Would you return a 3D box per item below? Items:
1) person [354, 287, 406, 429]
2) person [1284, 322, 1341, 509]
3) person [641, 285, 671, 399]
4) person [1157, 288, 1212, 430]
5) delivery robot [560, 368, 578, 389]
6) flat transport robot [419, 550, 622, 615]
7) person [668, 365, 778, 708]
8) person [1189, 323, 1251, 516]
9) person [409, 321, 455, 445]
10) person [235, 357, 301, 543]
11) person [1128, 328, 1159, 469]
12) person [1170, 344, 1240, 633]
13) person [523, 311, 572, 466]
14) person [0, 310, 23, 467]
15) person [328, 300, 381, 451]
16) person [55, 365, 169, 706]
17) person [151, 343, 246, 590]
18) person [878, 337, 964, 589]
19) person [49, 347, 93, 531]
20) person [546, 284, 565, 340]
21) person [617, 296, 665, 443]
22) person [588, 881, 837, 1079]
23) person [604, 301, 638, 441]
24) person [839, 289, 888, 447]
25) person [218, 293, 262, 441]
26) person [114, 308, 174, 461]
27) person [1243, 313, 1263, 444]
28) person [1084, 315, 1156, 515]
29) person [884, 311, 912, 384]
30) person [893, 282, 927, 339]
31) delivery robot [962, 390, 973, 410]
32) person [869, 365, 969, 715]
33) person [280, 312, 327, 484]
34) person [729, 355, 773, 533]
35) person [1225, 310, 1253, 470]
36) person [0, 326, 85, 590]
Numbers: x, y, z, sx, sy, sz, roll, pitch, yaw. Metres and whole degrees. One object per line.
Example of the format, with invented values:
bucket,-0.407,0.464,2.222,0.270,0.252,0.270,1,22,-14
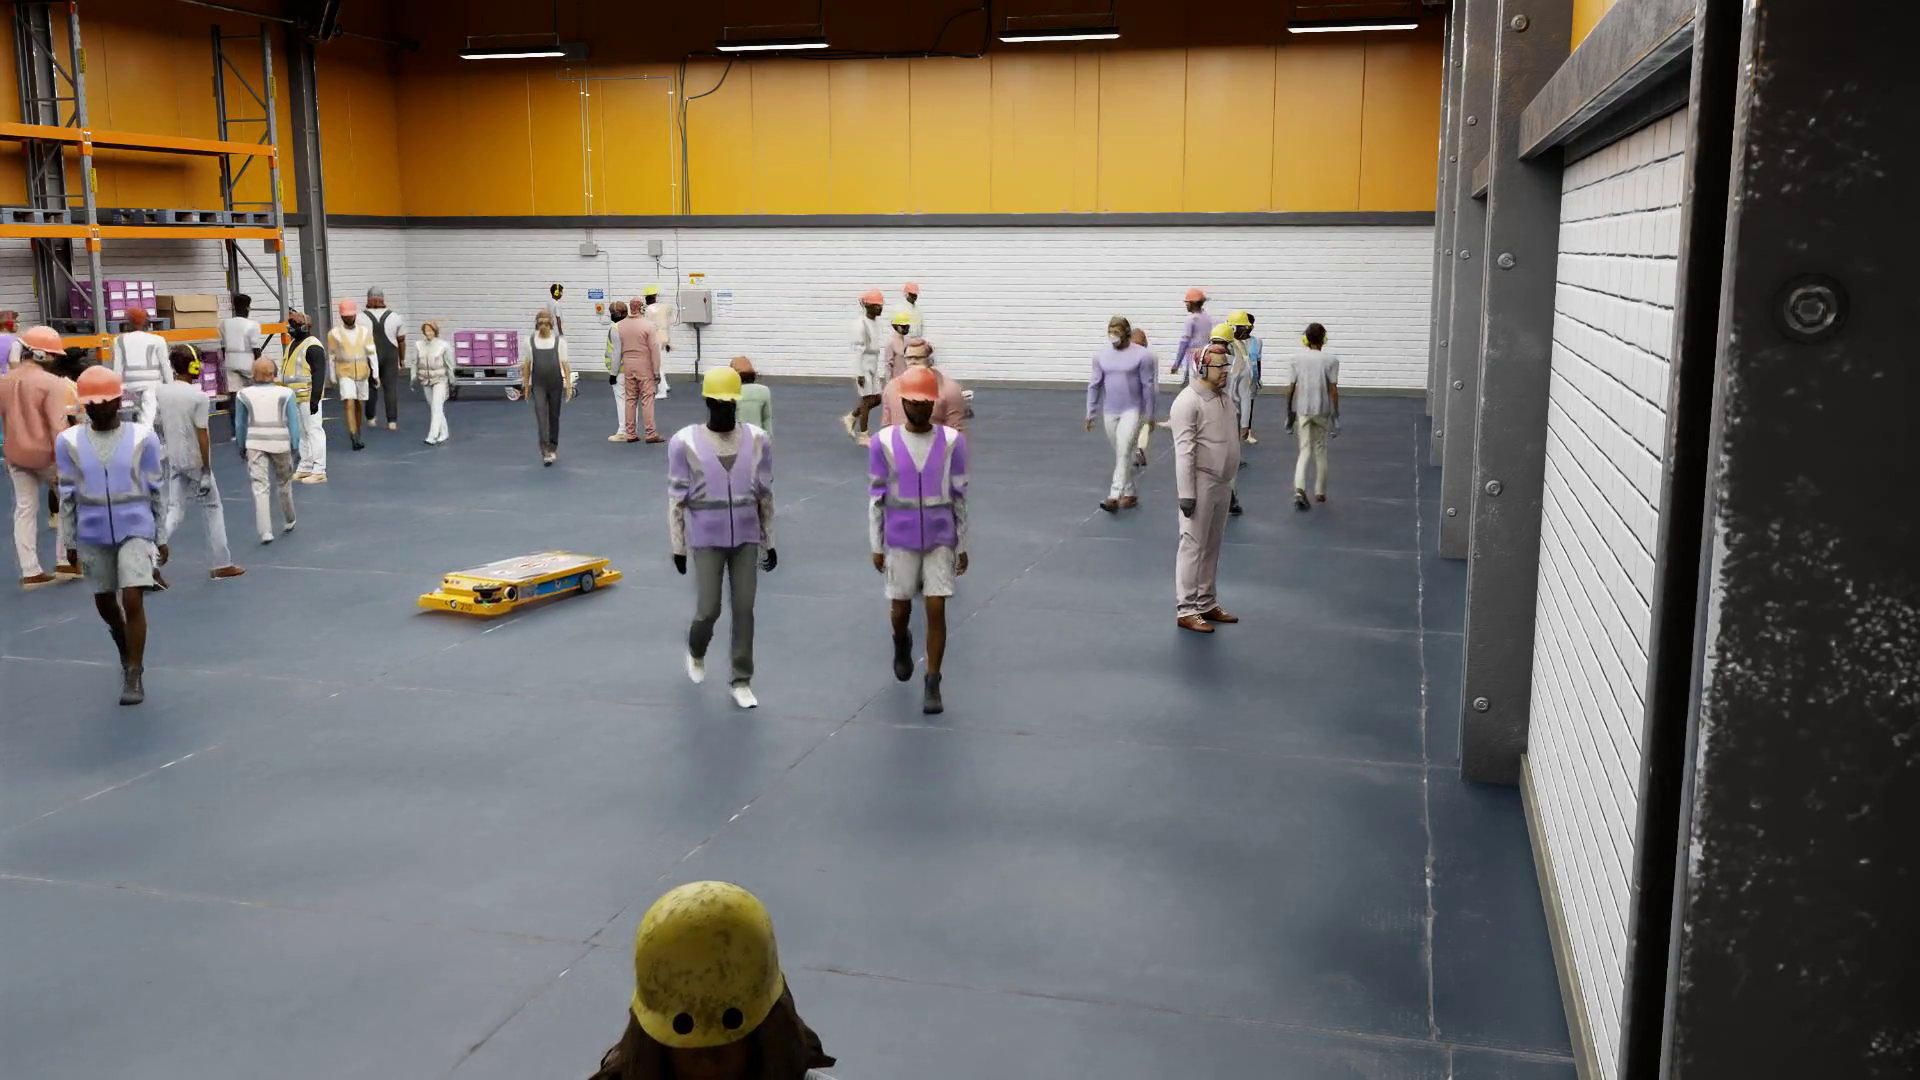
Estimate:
person,-8.182,-2.596,23.452,0.704,2.000,1.016,-4,11,-24
person,3.449,-1.216,16.328,0.549,1.830,0.901,3,11,18
person,-5.111,-3.320,27.920,0.479,1.908,0.598,4,11,19
person,3.245,-2.458,22.845,1.080,1.996,0.611,6,11,29
delivery robot,-6.853,-2.743,28.224,0.707,0.478,0.477,0,10,1
flat transport robot,-3.173,0.292,12.106,0.652,0.197,1.431,5,11,27
person,-1.336,-0.030,9.310,0.593,1.912,0.558,-4,11,-24
person,2.467,-1.137,15.788,0.601,1.827,0.403,4,11,22
person,-6.833,-2.035,21.550,0.514,1.592,0.871,2,10,12
person,-6.033,-0.799,14.522,0.538,1.585,0.851,-3,10,-14
person,2.032,-1.621,19.071,0.508,1.620,0.385,3,10,17
person,1.665,-0.351,11.118,0.409,1.908,0.647,7,12,35
person,-4.845,-1.781,19.543,0.527,1.794,0.955,-3,10,-16
person,-11.006,-1.766,19.408,0.597,1.802,0.918,5,11,24
person,-7.668,-2.084,21.026,0.553,1.888,0.990,-6,12,-33
person,-4.818,-0.060,9.505,0.545,1.905,0.836,-3,11,-18
person,-5.827,-0.559,12.488,0.514,1.841,0.901,3,10,15
person,-0.298,-0.551,12.284,0.654,1.891,0.456,5,11,24
person,-7.825,-0.892,14.873,0.854,1.653,0.533,0,10,-1
person,-7.466,-3.798,30.761,0.335,1.865,0.521,-7,12,-36
person,-4.154,-2.209,21.638,0.640,1.909,0.409,4,11,23
person,-0.323,1.292,2.279,0.492,1.742,0.321,-3,10,-15
person,-4.448,-2.215,21.869,0.429,1.840,0.624,2,10,13
person,-1.224,-2.191,21.229,0.649,2.025,0.606,5,11,27
person,-9.513,-2.314,22.169,0.633,1.918,0.953,1,10,4
person,-9.484,-1.783,19.422,0.600,1.828,0.996,0,10,-2
person,3.664,-2.075,21.472,0.532,1.698,0.319,-3,11,-19
person,1.493,-1.192,15.926,0.646,1.885,1.022,6,12,32
person,-0.721,-1.908,20.331,0.328,1.767,0.531,7,12,34
person,-0.784,-3.218,27.155,0.432,1.982,0.619,8,13,39
delivery robot,-0.171,-2.125,24.726,0.707,0.478,0.477,6,11,30
person,-0.229,-0.024,9.255,0.550,1.922,0.620,-1,10,-4
person,-7.098,-1.532,17.982,0.626,1.847,0.429,9,13,41
person,-1.876,-0.811,14.566,0.537,1.603,0.401,-6,12,-31
person,3.155,-1.720,19.078,0.404,1.830,0.601,5,11,24
person,-6.894,-0.627,12.532,0.646,1.950,0.690,2,10,13
